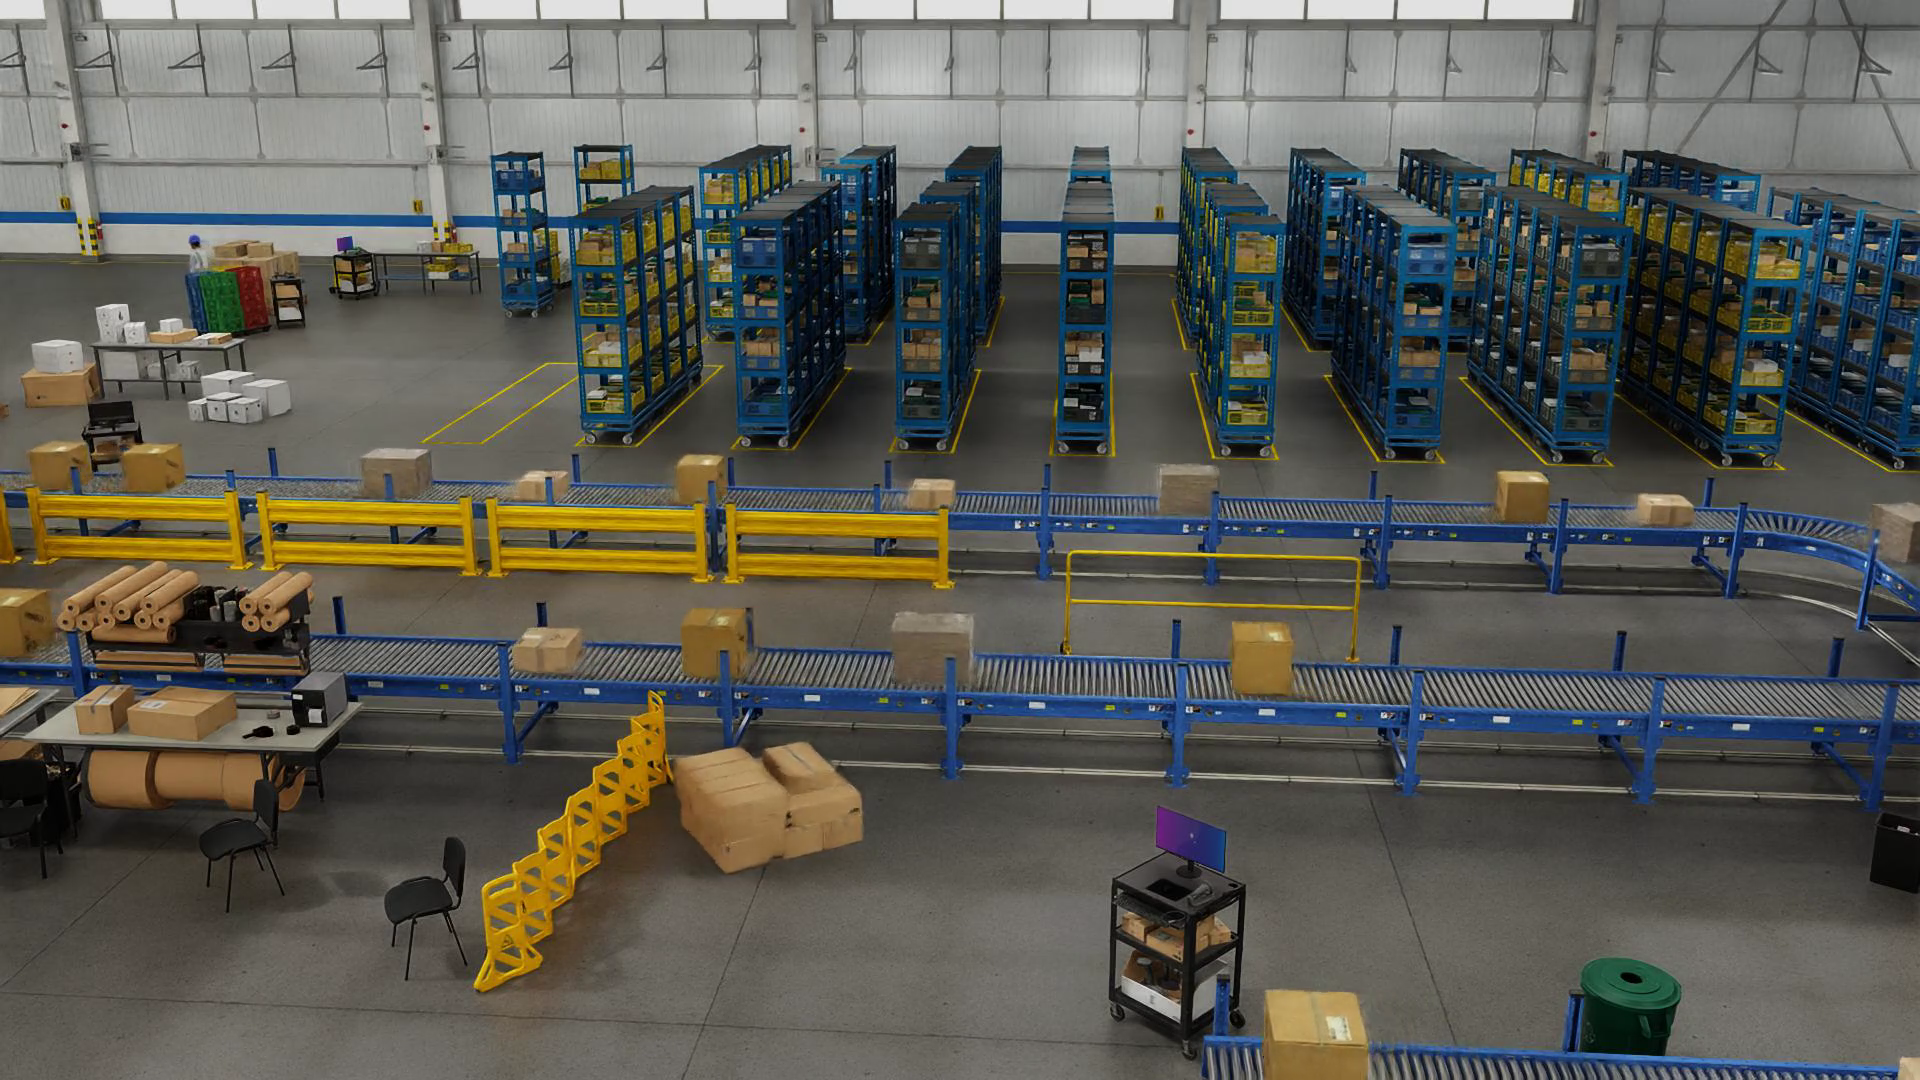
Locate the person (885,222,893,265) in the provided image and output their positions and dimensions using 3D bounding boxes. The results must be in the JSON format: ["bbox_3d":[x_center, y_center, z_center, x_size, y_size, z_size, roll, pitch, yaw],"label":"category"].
[{"bbox_3d":[-1.922,-7.426,42.102,0.569,1.845,0.385,-16,23,-41],"label":"person"}]

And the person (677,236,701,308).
[{"bbox_3d":[-6.272,-6.241,38.357,0.592,1.837,0.404,16,23,41],"label":"person"}]

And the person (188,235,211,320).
[{"bbox_3d":[-16.734,-5.801,36.853,0.908,1.909,0.612,0,17,0],"label":"person"}]
